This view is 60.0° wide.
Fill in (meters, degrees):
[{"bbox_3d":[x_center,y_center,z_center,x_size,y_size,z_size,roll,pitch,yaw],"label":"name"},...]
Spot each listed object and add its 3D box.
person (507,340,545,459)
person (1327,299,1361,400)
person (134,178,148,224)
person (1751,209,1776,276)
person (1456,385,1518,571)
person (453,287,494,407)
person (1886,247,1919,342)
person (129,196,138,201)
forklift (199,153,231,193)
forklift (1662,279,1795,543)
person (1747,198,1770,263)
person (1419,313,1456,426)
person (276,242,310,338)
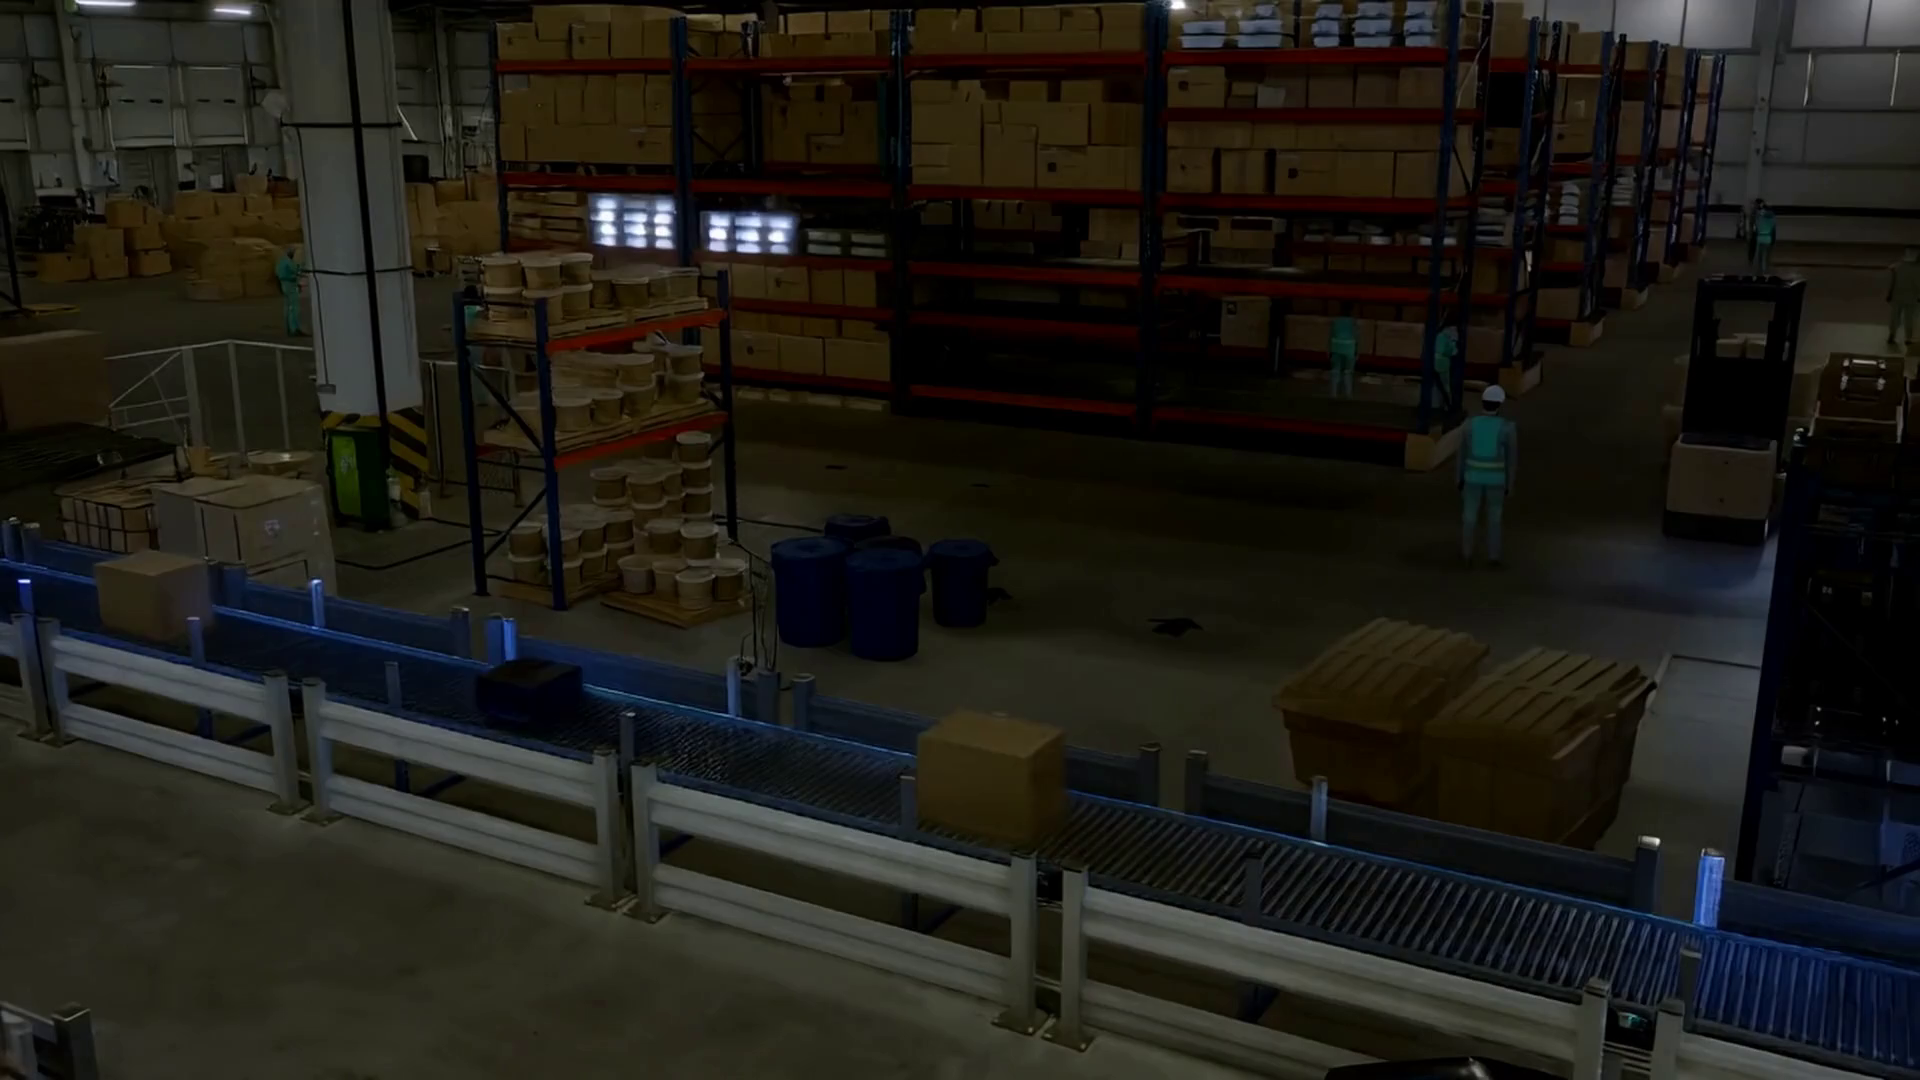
[{"bbox_3d":[-5.889,-2.070,22.698,0.544,1.933,0.376,9,17,30],"label":"person"},{"bbox_3d":[6.159,-3.018,26.708,0.533,1.698,0.322,9,17,30],"label":"person"},{"bbox_3d":[-30.704,-12.607,62.404,0.574,1.884,0.360,9,17,30],"label":"person"},{"bbox_3d":[22.194,-8.219,45.980,0.564,1.844,0.395,9,17,30],"label":"person"},{"bbox_3d":[5.480,-0.646,17.325,0.604,1.942,0.402,9,17,30],"label":"person"},{"bbox_3d":[-7.785,-3.067,26.481,0.588,1.915,0.398,9,17,30],"label":"person"},{"bbox_3d":[19.108,-4.967,33.649,0.640,1.904,0.401,9,17,30],"label":"person"},{"bbox_3d":[-24.888,-9.400,50.239,0.628,1.940,0.377,9,17,30],"label":"person"},{"bbox_3d":[-27.440,-12.865,61.464,1.873,2.768,1.129,8,17,28],"label":"forklift"},{"bbox_3d":[8.785,-1.538,18.880,1.129,2.768,1.873,8,17,28],"label":"forklift"},{"bbox_3d":[23.798,-9.221,49.618,0.588,1.915,0.398,9,17,30],"label":"person"},{"bbox_3d":[7.160,-2.556,24.972,0.533,1.698,0.322,9,17,30],"label":"person"},{"bbox_3d":[-13.720,-5.123,34.117,0.605,1.962,0.373,9,17,30],"label":"person"}]
